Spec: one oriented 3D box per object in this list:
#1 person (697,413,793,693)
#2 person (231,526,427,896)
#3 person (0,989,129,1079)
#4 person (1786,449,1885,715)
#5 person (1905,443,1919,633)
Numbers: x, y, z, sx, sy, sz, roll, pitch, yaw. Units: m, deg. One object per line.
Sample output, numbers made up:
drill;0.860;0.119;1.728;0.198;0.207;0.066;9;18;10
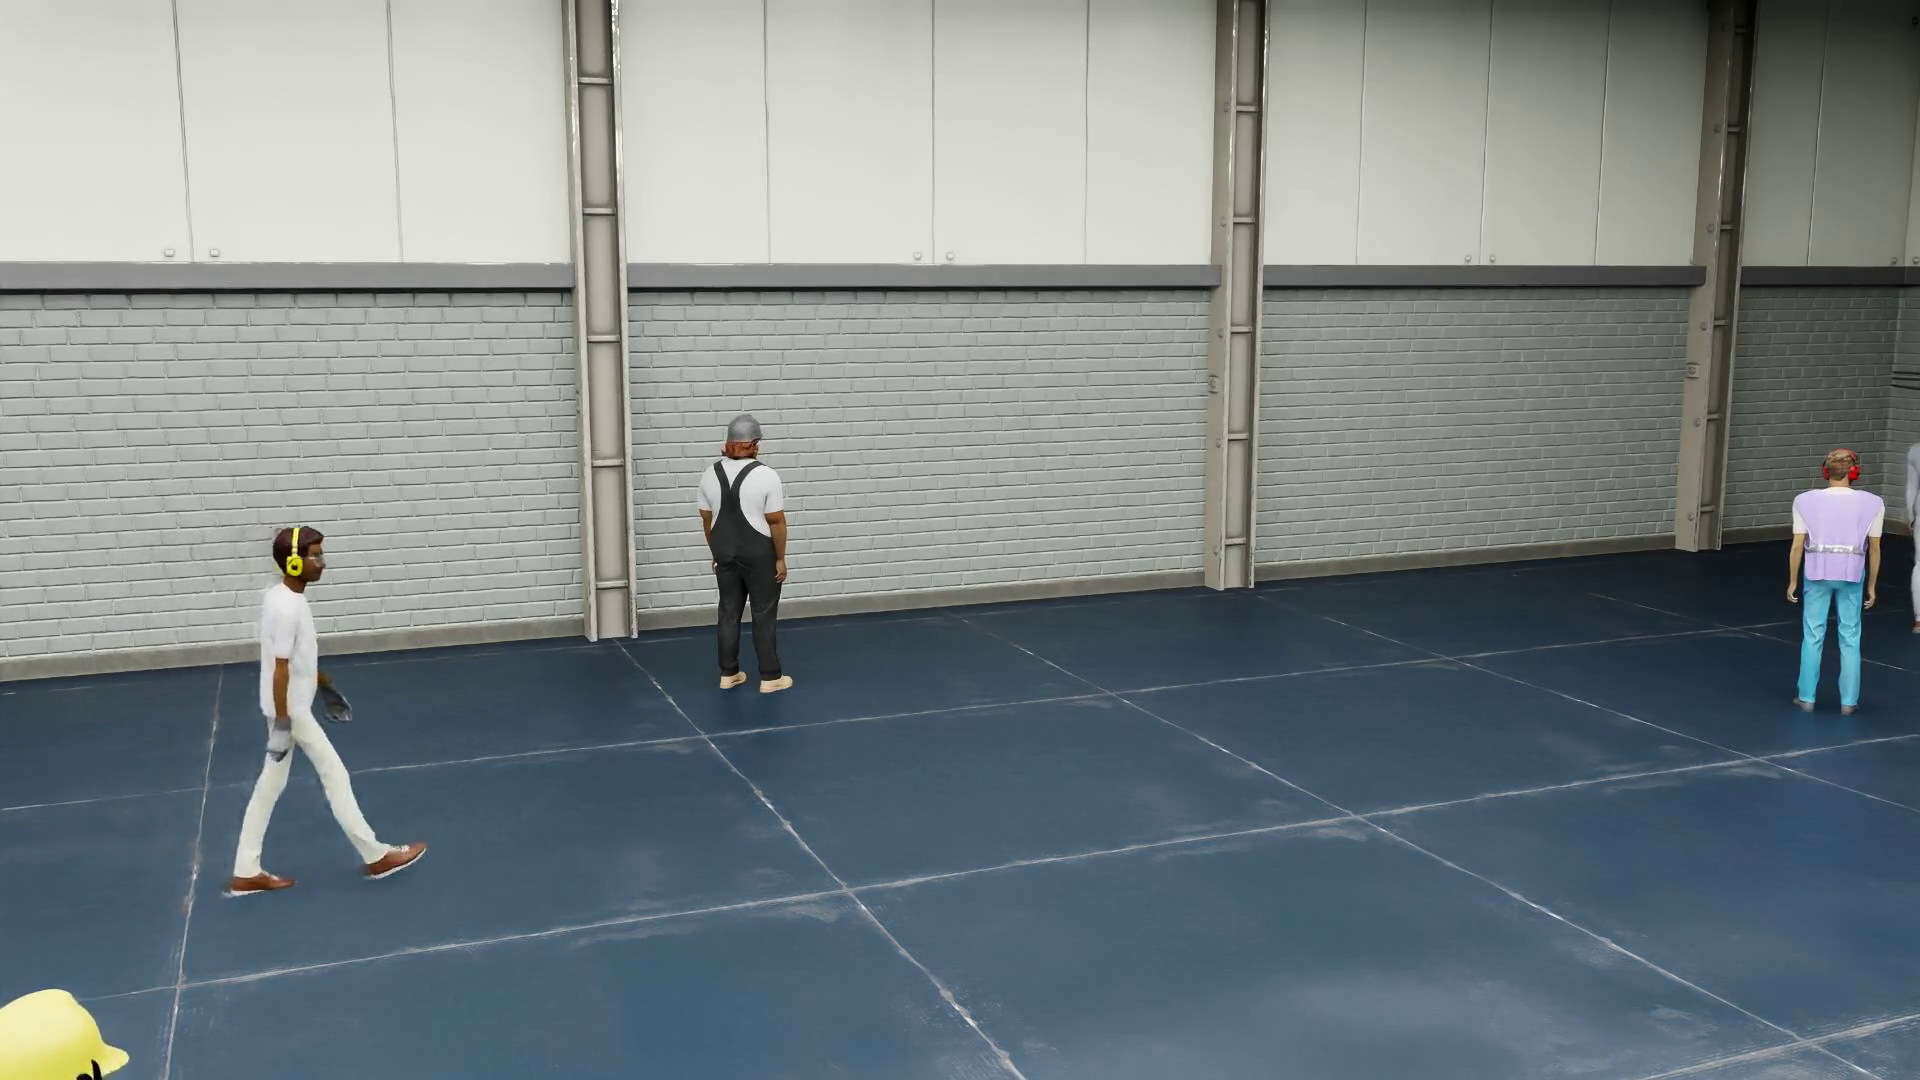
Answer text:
person;-1.532;0.088;12.164;0.682;2.000;0.537;4;10;24
person;-3.182;0.832;8.202;0.947;1.820;0.498;-5;10;-28
person;-1.628;1.677;3.044;0.525;1.770;0.307;8;12;41
person;6.030;0.294;11.495;0.565;1.841;0.396;4;10;23
person;8.423;-0.179;14.227;0.815;1.907;0.639;-9;13;-44
